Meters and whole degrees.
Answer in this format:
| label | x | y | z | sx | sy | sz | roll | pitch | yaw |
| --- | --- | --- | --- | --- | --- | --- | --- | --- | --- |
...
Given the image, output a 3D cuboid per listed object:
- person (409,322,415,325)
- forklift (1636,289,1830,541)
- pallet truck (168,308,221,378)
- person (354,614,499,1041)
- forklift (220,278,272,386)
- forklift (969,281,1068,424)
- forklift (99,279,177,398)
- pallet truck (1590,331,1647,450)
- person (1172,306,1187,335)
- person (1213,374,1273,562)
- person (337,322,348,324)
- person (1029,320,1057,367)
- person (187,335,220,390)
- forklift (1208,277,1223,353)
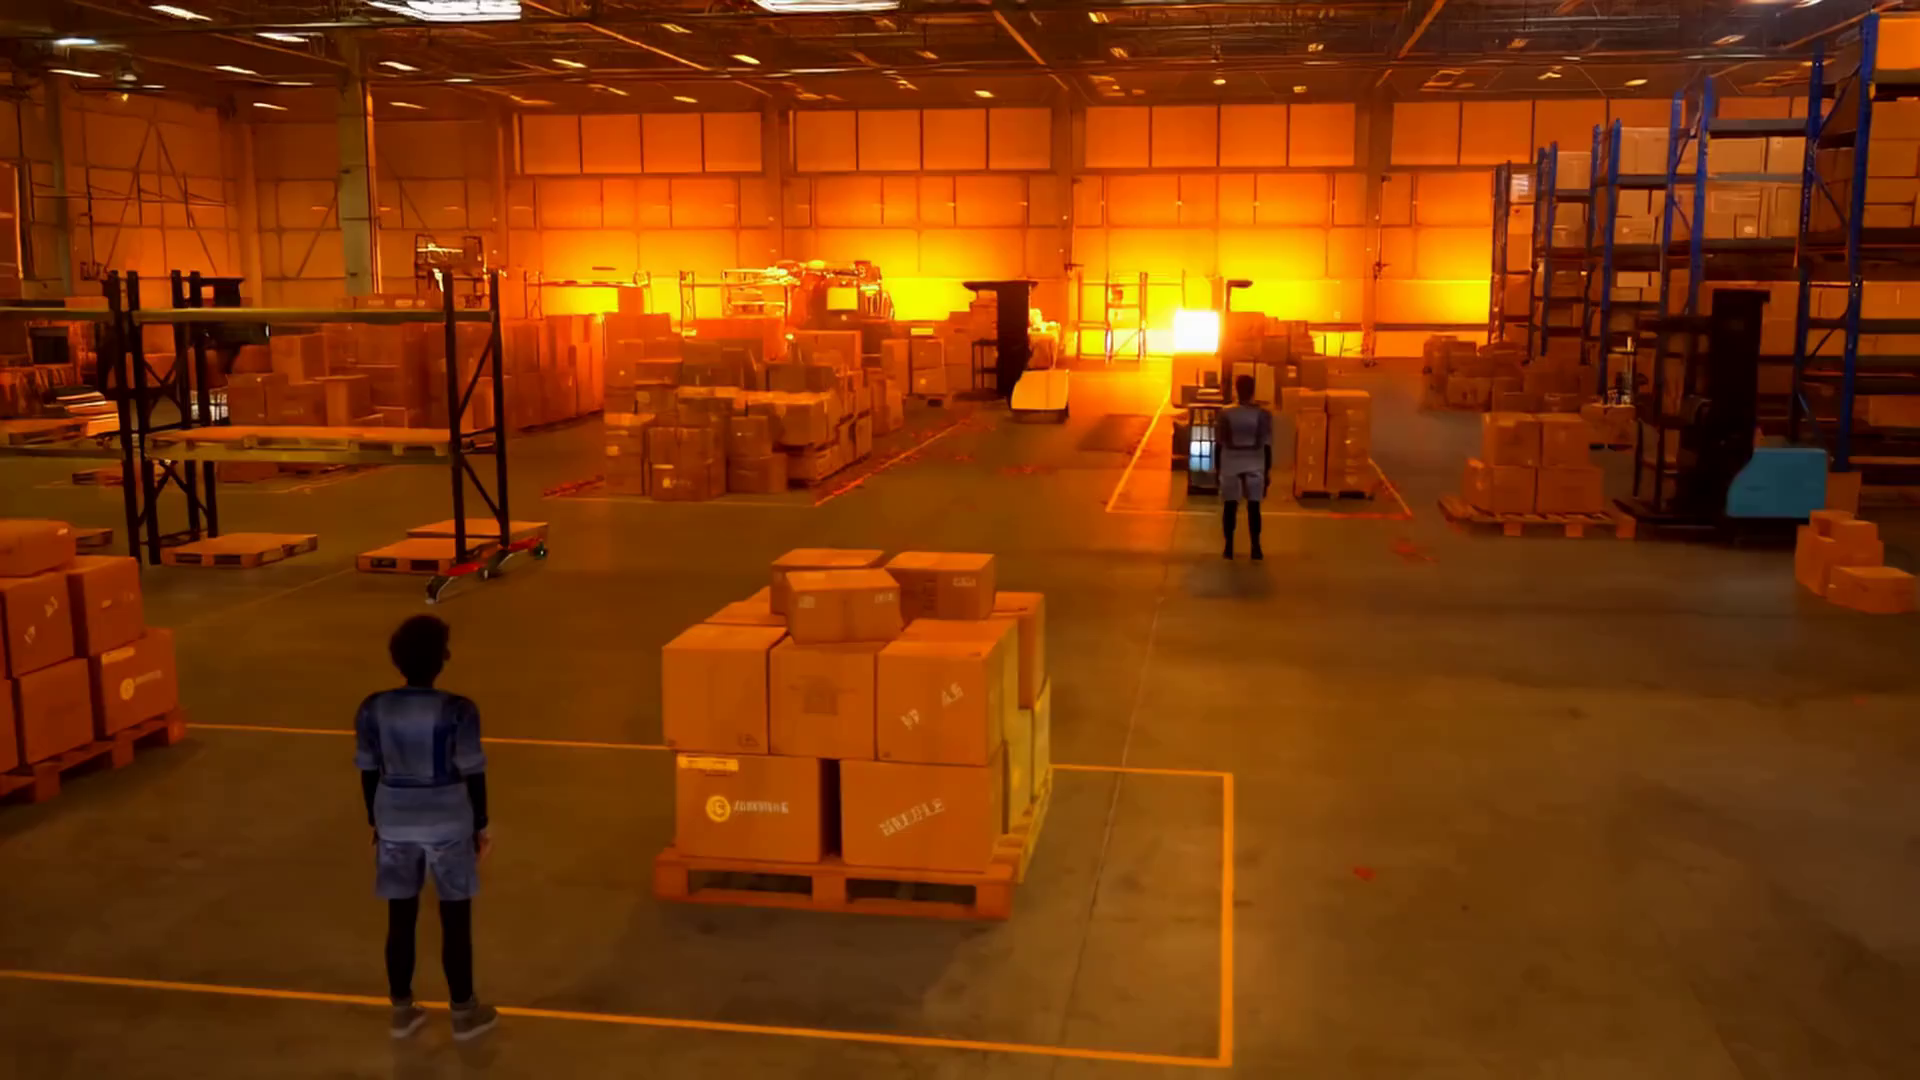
| label | x | y | z | sx | sy | sz | roll | pitch | yaw |
| --- | --- | --- | --- | --- | --- | --- | --- | --- | --- |
| person | -17.368 | -6.570 | 53.337 | 0.551 | 1.934 | 0.373 | 1 | 9 | 9 |
| forklift | 8.651 | -1.417 | 18.653 | 1.873 | 2.768 | 1.129 | 1 | 9 | 9 |
| pallet truck | -21.869 | -5.598 | 47.154 | 0.823 | 1.965 | 1.885 | 4 | 10 | 26 |
| person | -2.098 | 1.134 | 6.560 | 0.540 | 1.695 | 0.317 | 1 | 9 | 9 |
| forklift | -18.595 | -5.318 | 42.715 | 1.873 | 2.768 | 1.129 | -3 | 10 | -17 |
| forklift | 1.194 | -3.753 | 33.059 | 1.873 | 2.768 | 1.129 | 1 | 9 | 9 |
| forklift | -19.606 | -4.720 | 39.027 | 1.873 | 2.768 | 1.129 | 1 | 9 | 9 |
| pallet truck | 11.253 | -2.573 | 28.499 | 0.823 | 1.965 | 1.885 | 5 | 10 | 27 |
| person | 6.828 | -6.196 | 51.027 | 0.635 | 1.937 | 0.352 | 1 | 9 | 9 |
| person | 2.940 | -0.743 | 17.312 | 0.613 | 1.961 | 0.368 | 1 | 9 | 9 |
| person | -18.722 | -6.177 | 50.909 | 0.635 | 1.936 | 0.356 | 1 | 9 | 9 |
| person | 1.731 | -3.629 | 35.019 | 0.622 | 1.992 | 0.396 | 1 | 9 | 9 |
| person | -13.217 | -2.635 | 29.060 | 0.635 | 1.937 | 0.352 | 1 | 9 | 9 |
| forklift | 7.440 | -6.244 | 48.424 | 1.873 | 2.768 | 1.129 | 1 | 9 | 9 |
